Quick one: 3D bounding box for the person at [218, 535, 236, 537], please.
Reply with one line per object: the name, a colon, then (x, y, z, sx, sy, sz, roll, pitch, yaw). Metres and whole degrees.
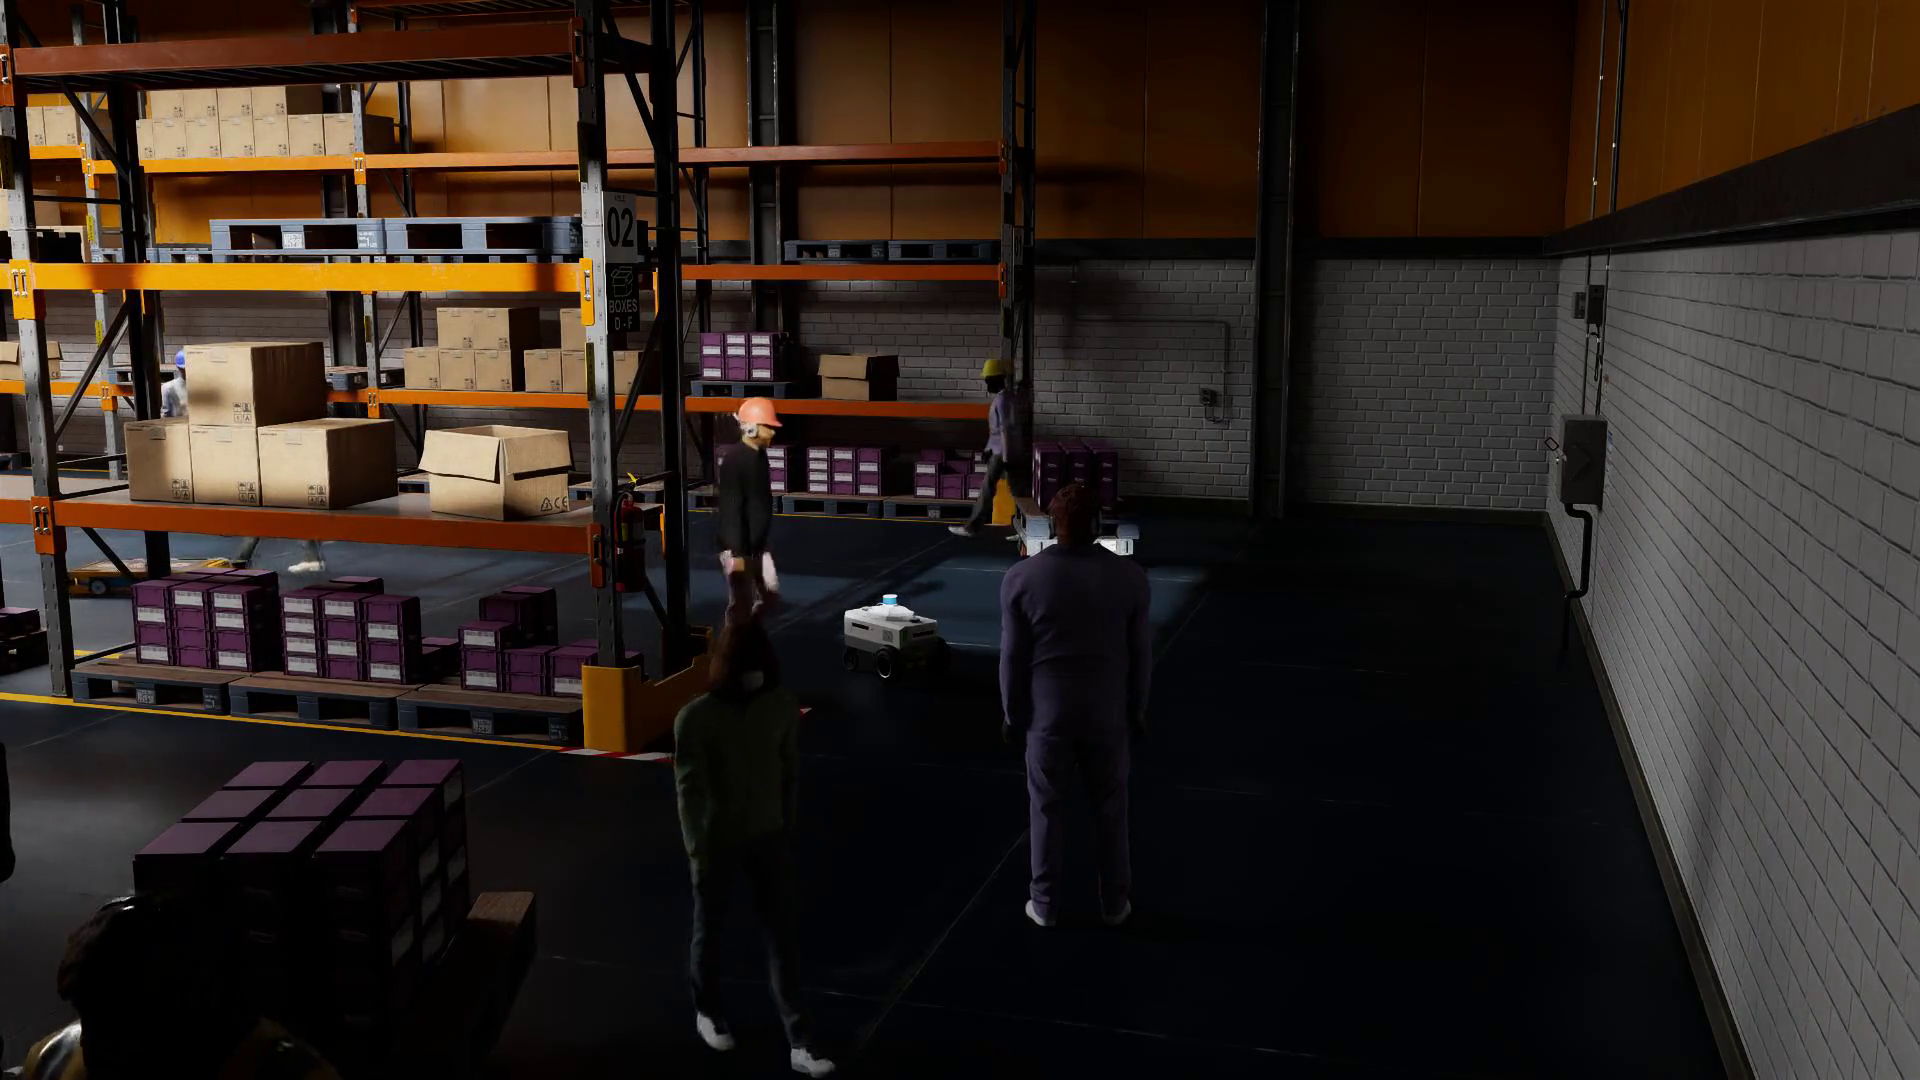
person: (-7.721, -0.846, 17.414, 0.619, 1.618, 0.548, 1, 9, 9)

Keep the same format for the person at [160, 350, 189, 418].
person: (-8.363, -1.105, 18.102, 0.521, 1.920, 0.607, 9, 13, 44)

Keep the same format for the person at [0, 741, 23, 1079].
person: (-3.413, 0.972, 5.415, 0.593, 1.922, 0.392, -2, 10, -14)

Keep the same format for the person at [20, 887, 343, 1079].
person: (-1.271, 1.453, 2.761, 0.660, 1.822, 0.462, 2, 9, 10)

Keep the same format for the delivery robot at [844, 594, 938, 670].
delivery robot: (-0.480, 0.618, 11.441, 0.477, 0.478, 0.707, -8, 12, -41)

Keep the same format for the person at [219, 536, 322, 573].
person: (-6.334, -0.566, 15.164, 0.958, 1.793, 0.529, -2, 9, -9)

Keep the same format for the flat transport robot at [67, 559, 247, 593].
flat transport robot: (-7.018, 0.309, 14.476, 1.431, 0.197, 0.652, 0, 9, 1)

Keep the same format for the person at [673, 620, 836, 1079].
person: (-0.735, 1.075, 5.768, 0.513, 1.602, 0.798, -6, 11, -31)

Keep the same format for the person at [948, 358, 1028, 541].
person: (0.334, -0.908, 17.004, 0.960, 1.874, 0.590, 2, 10, 13)

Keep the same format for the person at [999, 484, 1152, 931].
person: (0.486, 0.713, 7.056, 0.643, 1.905, 0.400, 0, 9, 1)

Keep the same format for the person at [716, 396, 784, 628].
person: (-1.375, 0.042, 10.928, 0.449, 1.968, 0.653, 3, 10, 15)
